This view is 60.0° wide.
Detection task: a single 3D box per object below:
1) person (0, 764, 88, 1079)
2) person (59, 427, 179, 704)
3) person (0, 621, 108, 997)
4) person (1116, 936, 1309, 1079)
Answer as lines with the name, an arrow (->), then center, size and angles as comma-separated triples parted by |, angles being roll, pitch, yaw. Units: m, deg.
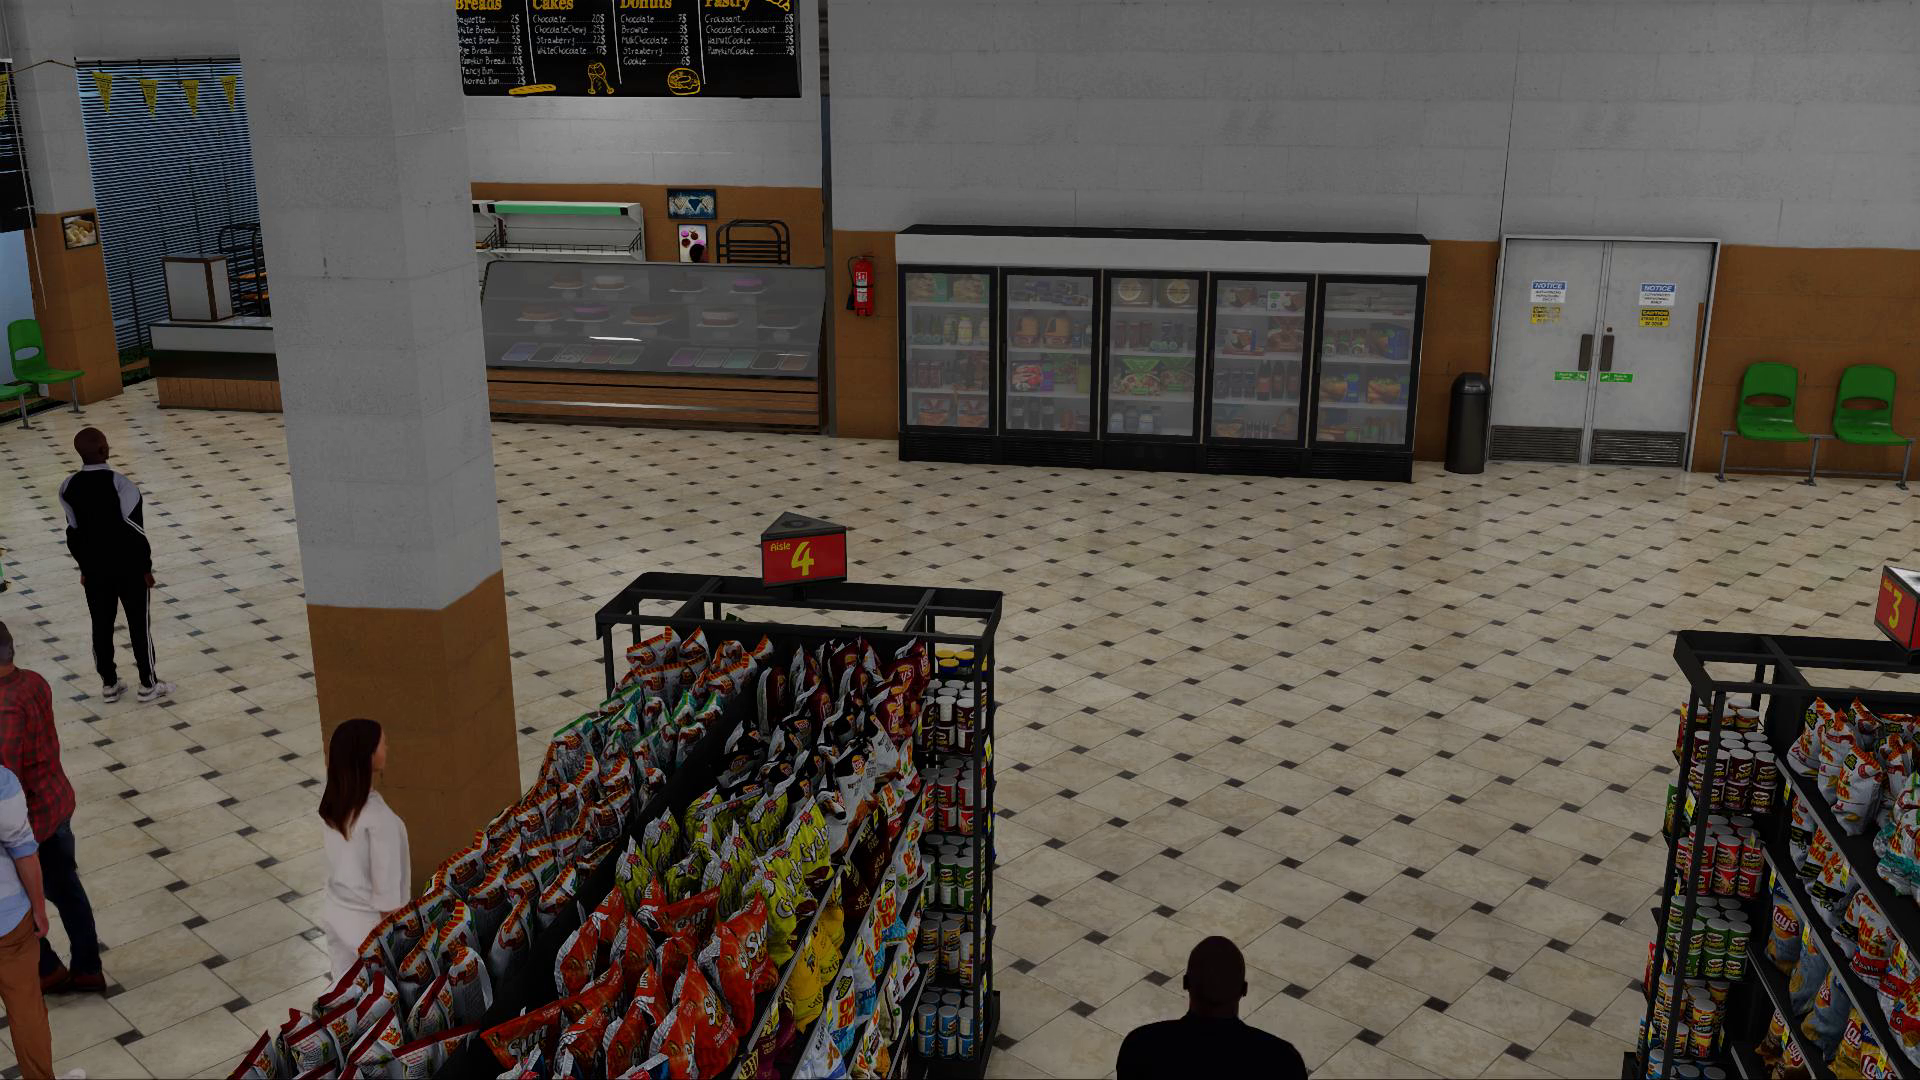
person -> -3.848, 1.429, 6.513 | 0.742, 1.825, 0.651 | -1, 17, -4
person -> -5.452, 0.160, 10.687 | 0.681, 1.828, 0.596 | 1, 17, 2
person -> -3.977, 1.195, 7.296 | 0.884, 1.817, 0.762 | -3, 17, -9
person -> 0.677, 2.013, 4.676 | 0.732, 1.774, 1.131 | 3, 17, 11
